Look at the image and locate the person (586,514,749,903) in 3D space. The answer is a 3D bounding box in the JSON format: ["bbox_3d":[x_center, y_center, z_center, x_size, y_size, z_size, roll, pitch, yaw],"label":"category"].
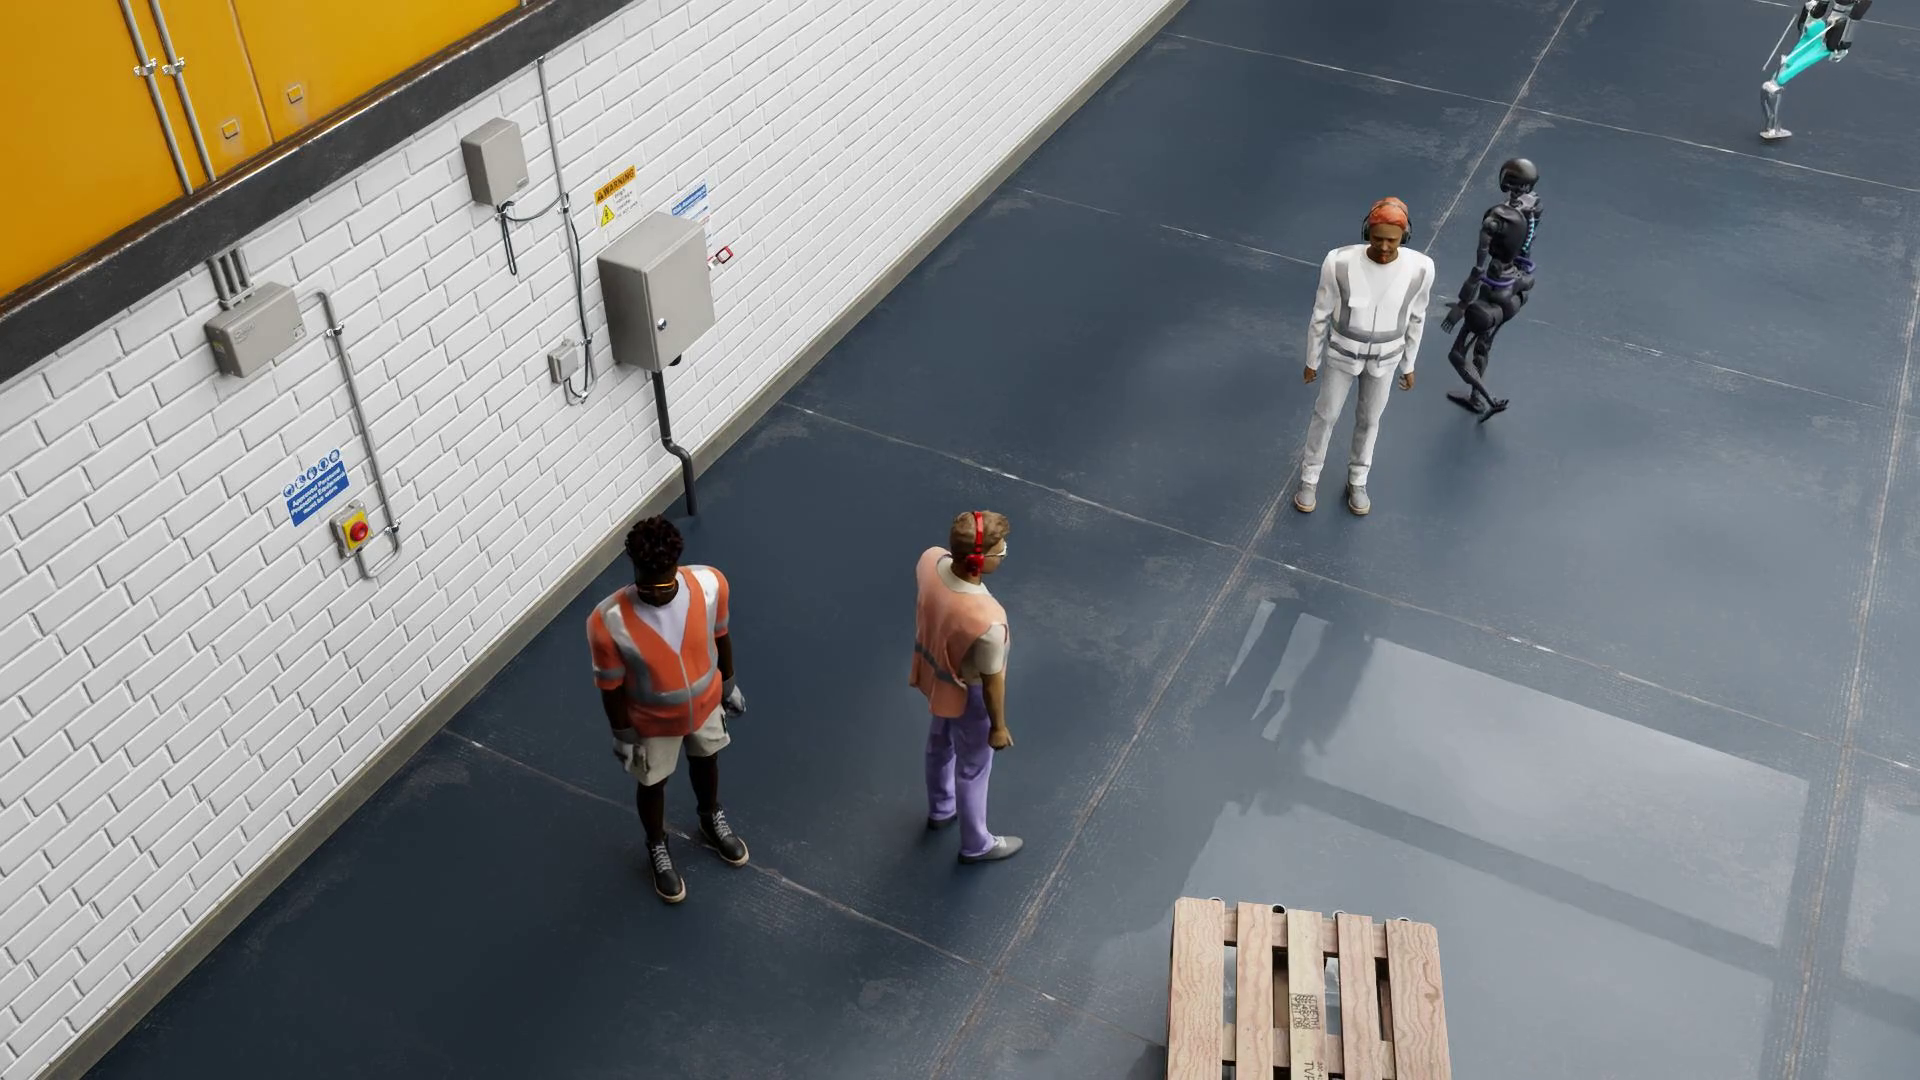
[{"bbox_3d":[-1.157,0.672,6.763,0.605,1.963,0.373,-24,46,-25],"label":"person"}]

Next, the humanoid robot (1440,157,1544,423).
[{"bbox_3d":[3.061,-1.378,9.356,0.599,1.638,0.472,-29,48,-29],"label":"humanoid robot"}]

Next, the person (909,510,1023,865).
[{"bbox_3d":[0.007,0.627,6.911,0.395,1.837,0.563,-21,45,-22],"label":"person"}]

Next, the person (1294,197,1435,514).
[{"bbox_3d":[2.096,-0.942,8.694,0.583,1.882,0.337,3,41,4],"label":"person"}]

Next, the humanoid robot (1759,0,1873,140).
[{"bbox_3d":[6.054,-3.605,11.969,0.732,1.877,0.536,-8,41,-9],"label":"humanoid robot"}]
